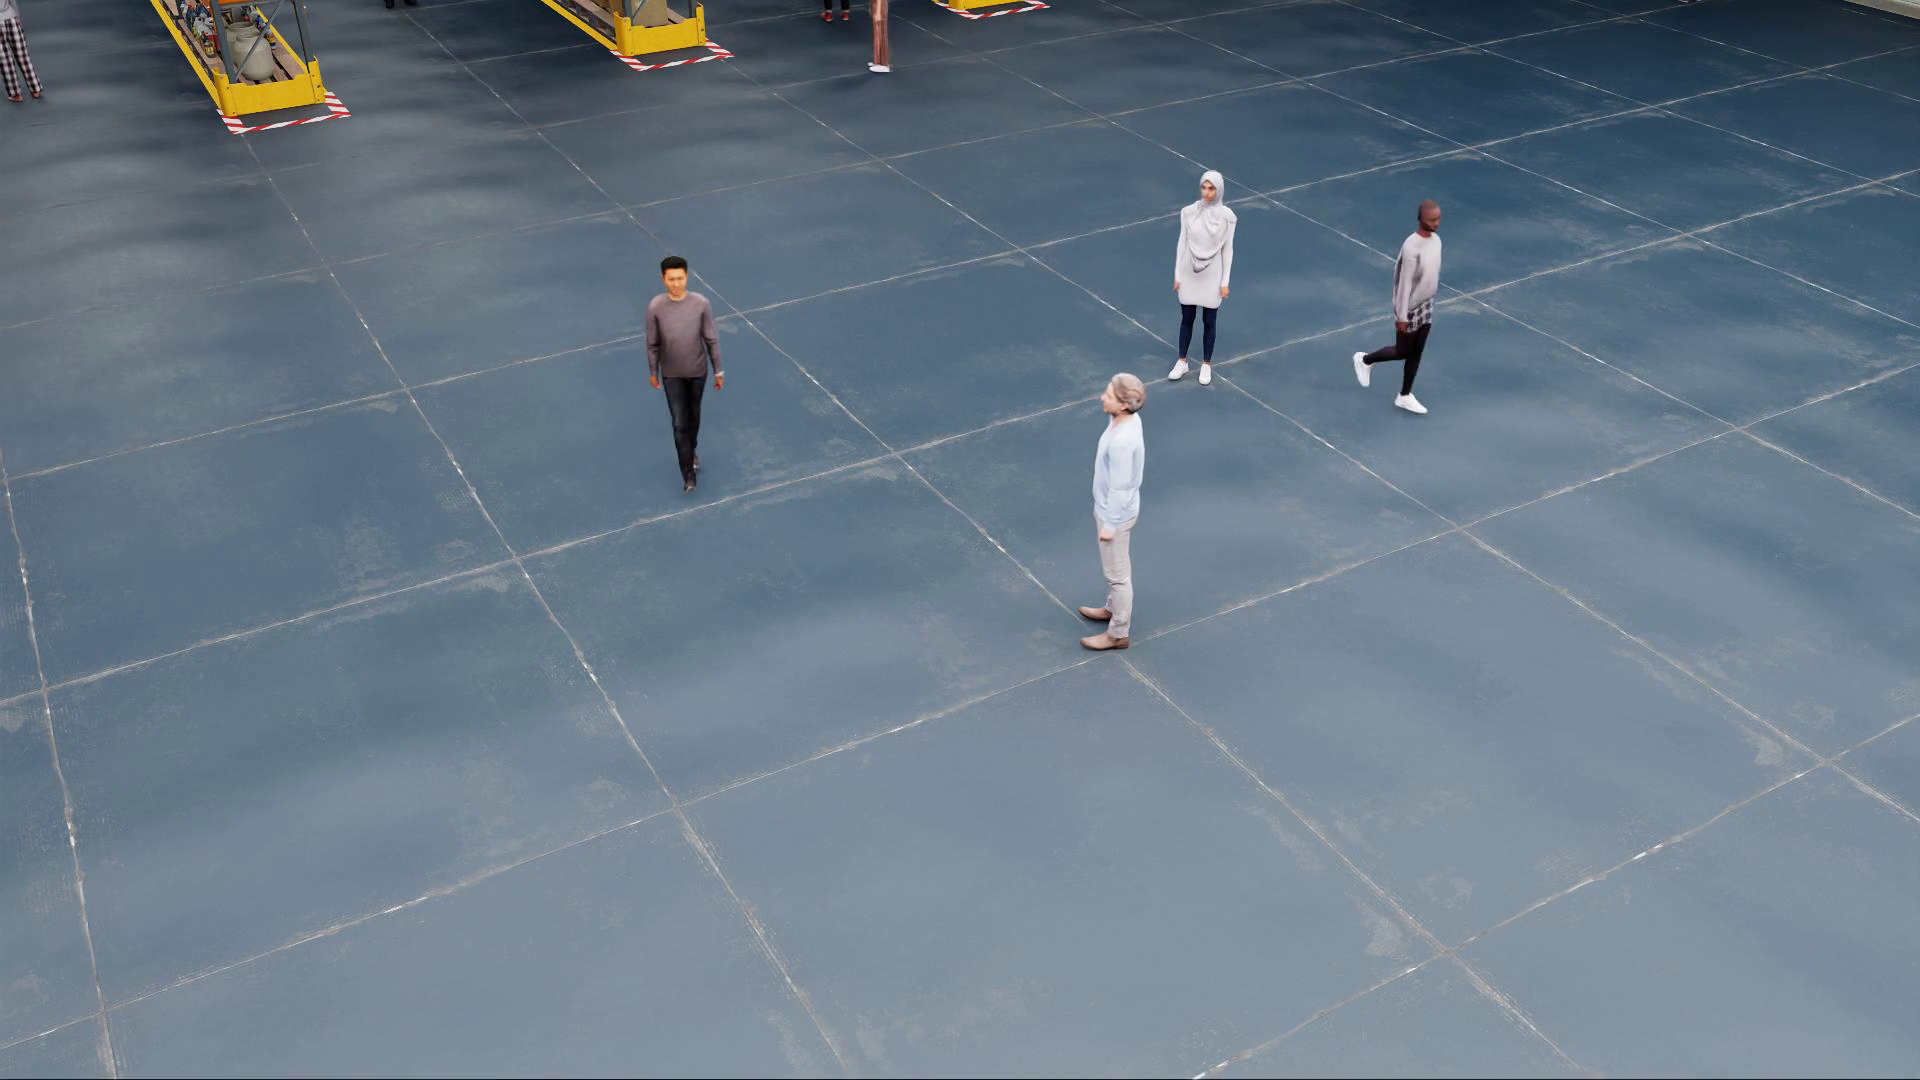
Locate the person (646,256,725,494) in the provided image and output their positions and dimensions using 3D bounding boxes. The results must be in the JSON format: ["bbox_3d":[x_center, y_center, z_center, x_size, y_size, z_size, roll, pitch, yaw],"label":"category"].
[{"bbox_3d":[-2.024,-1.278,12.211,1.116,1.738,0.854,-16,36,-24],"label":"person"}]

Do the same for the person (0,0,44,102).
[{"bbox_3d":[-11.478,-6.208,19.925,0.642,1.847,0.685,25,40,34],"label":"person"}]

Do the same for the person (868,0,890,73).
[{"bbox_3d":[-1.028,-6.725,21.013,0.651,1.561,0.534,-7,33,-12],"label":"person"}]

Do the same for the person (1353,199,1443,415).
[{"bbox_3d":[3.489,-1.866,13.126,0.740,1.758,0.982,-27,41,-35],"label":"person"}]

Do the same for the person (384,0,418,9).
[{"bbox_3d":[-8.122,-8.629,23.636,0.749,1.983,0.604,-17,36,-25],"label":"person"}]

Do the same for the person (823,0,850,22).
[{"bbox_3d":[-1.746,-8.106,23.017,0.722,1.759,0.661,-10,34,-16],"label":"person"}]

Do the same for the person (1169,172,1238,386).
[{"bbox_3d":[1.973,-2.137,13.539,0.668,1.775,0.747,11,34,17],"label":"person"}]

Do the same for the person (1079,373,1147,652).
[{"bbox_3d":[0.974,-0.189,10.339,0.808,1.894,0.712,3,32,4],"label":"person"}]
